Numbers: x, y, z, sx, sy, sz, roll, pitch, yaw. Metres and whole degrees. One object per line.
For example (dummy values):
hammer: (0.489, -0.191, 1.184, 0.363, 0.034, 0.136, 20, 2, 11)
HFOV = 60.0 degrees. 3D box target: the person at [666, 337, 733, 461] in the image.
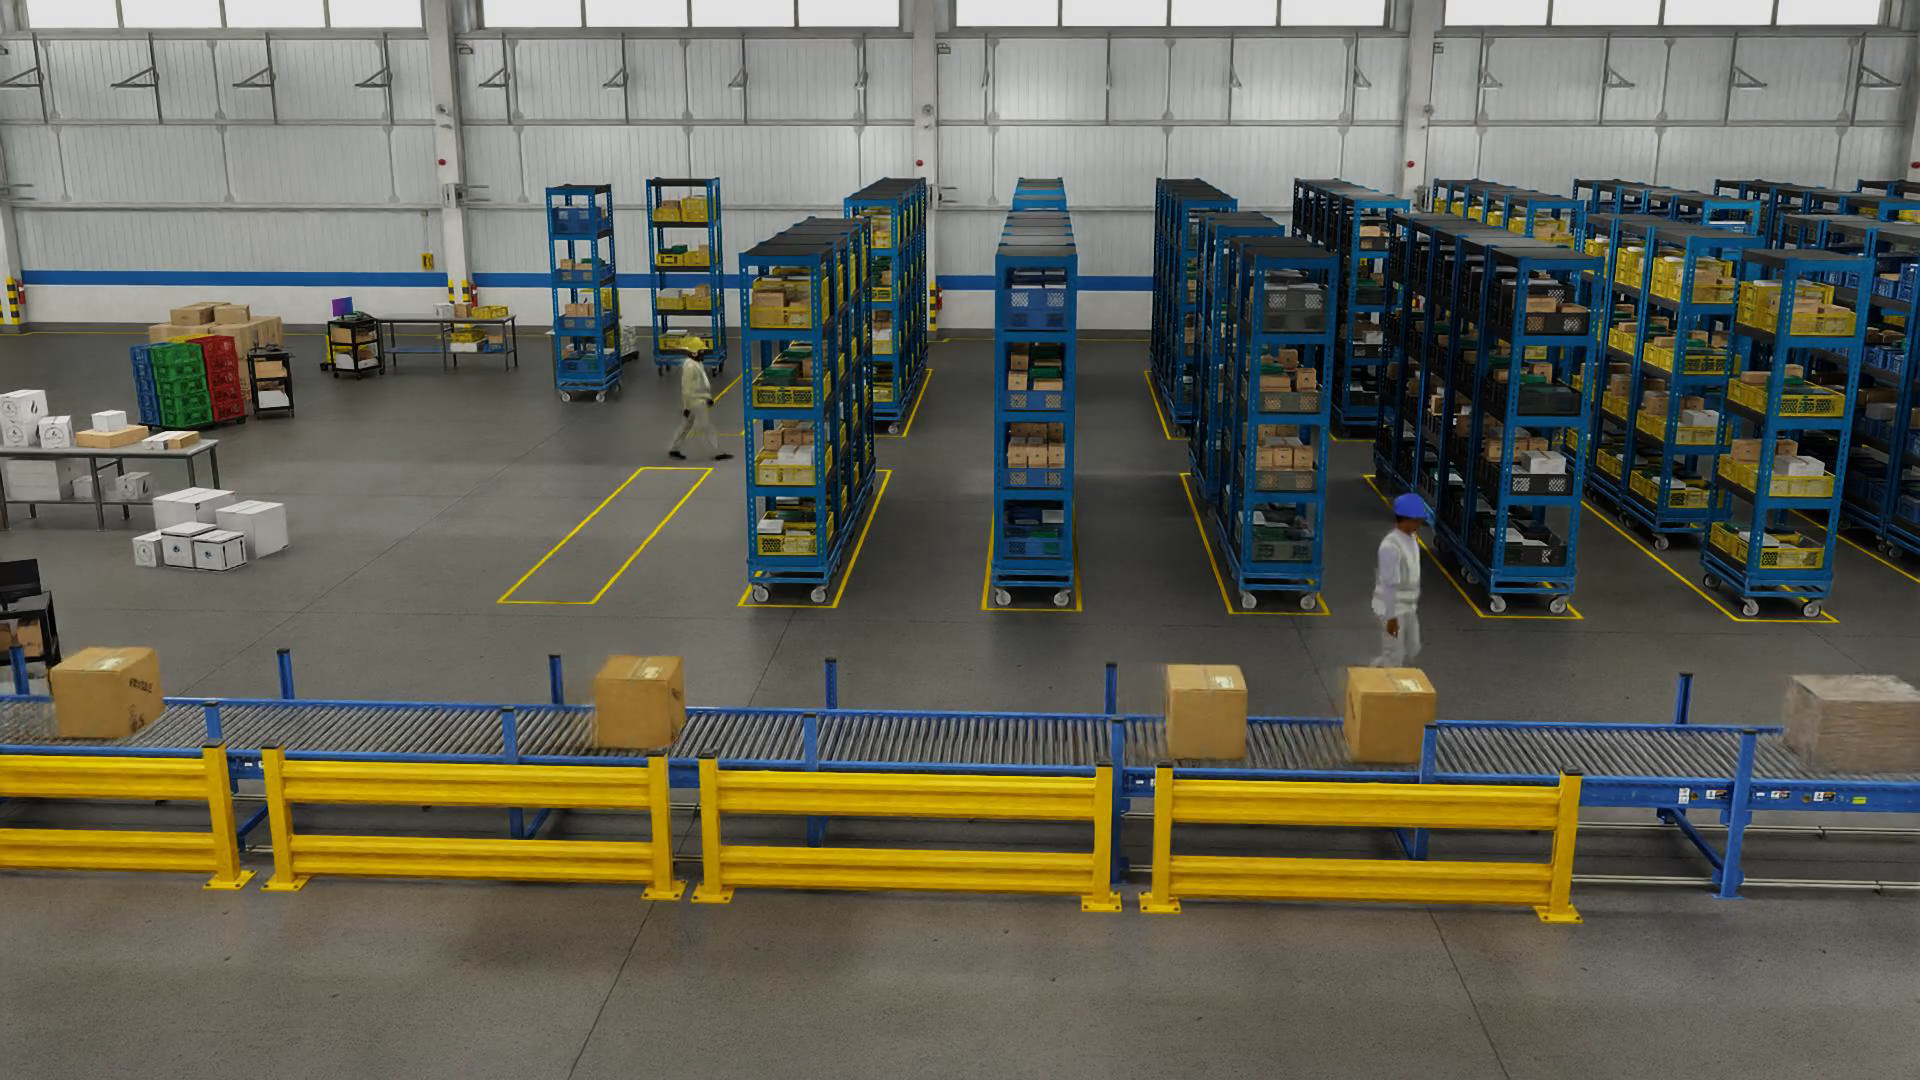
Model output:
person: (-3.751, -1.984, 23.535, 0.951, 1.790, 0.582, -1, 15, -5)

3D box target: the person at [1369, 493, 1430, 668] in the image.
person: (3.610, 0.545, 13.844, 0.499, 1.936, 0.628, 11, 19, 35)
